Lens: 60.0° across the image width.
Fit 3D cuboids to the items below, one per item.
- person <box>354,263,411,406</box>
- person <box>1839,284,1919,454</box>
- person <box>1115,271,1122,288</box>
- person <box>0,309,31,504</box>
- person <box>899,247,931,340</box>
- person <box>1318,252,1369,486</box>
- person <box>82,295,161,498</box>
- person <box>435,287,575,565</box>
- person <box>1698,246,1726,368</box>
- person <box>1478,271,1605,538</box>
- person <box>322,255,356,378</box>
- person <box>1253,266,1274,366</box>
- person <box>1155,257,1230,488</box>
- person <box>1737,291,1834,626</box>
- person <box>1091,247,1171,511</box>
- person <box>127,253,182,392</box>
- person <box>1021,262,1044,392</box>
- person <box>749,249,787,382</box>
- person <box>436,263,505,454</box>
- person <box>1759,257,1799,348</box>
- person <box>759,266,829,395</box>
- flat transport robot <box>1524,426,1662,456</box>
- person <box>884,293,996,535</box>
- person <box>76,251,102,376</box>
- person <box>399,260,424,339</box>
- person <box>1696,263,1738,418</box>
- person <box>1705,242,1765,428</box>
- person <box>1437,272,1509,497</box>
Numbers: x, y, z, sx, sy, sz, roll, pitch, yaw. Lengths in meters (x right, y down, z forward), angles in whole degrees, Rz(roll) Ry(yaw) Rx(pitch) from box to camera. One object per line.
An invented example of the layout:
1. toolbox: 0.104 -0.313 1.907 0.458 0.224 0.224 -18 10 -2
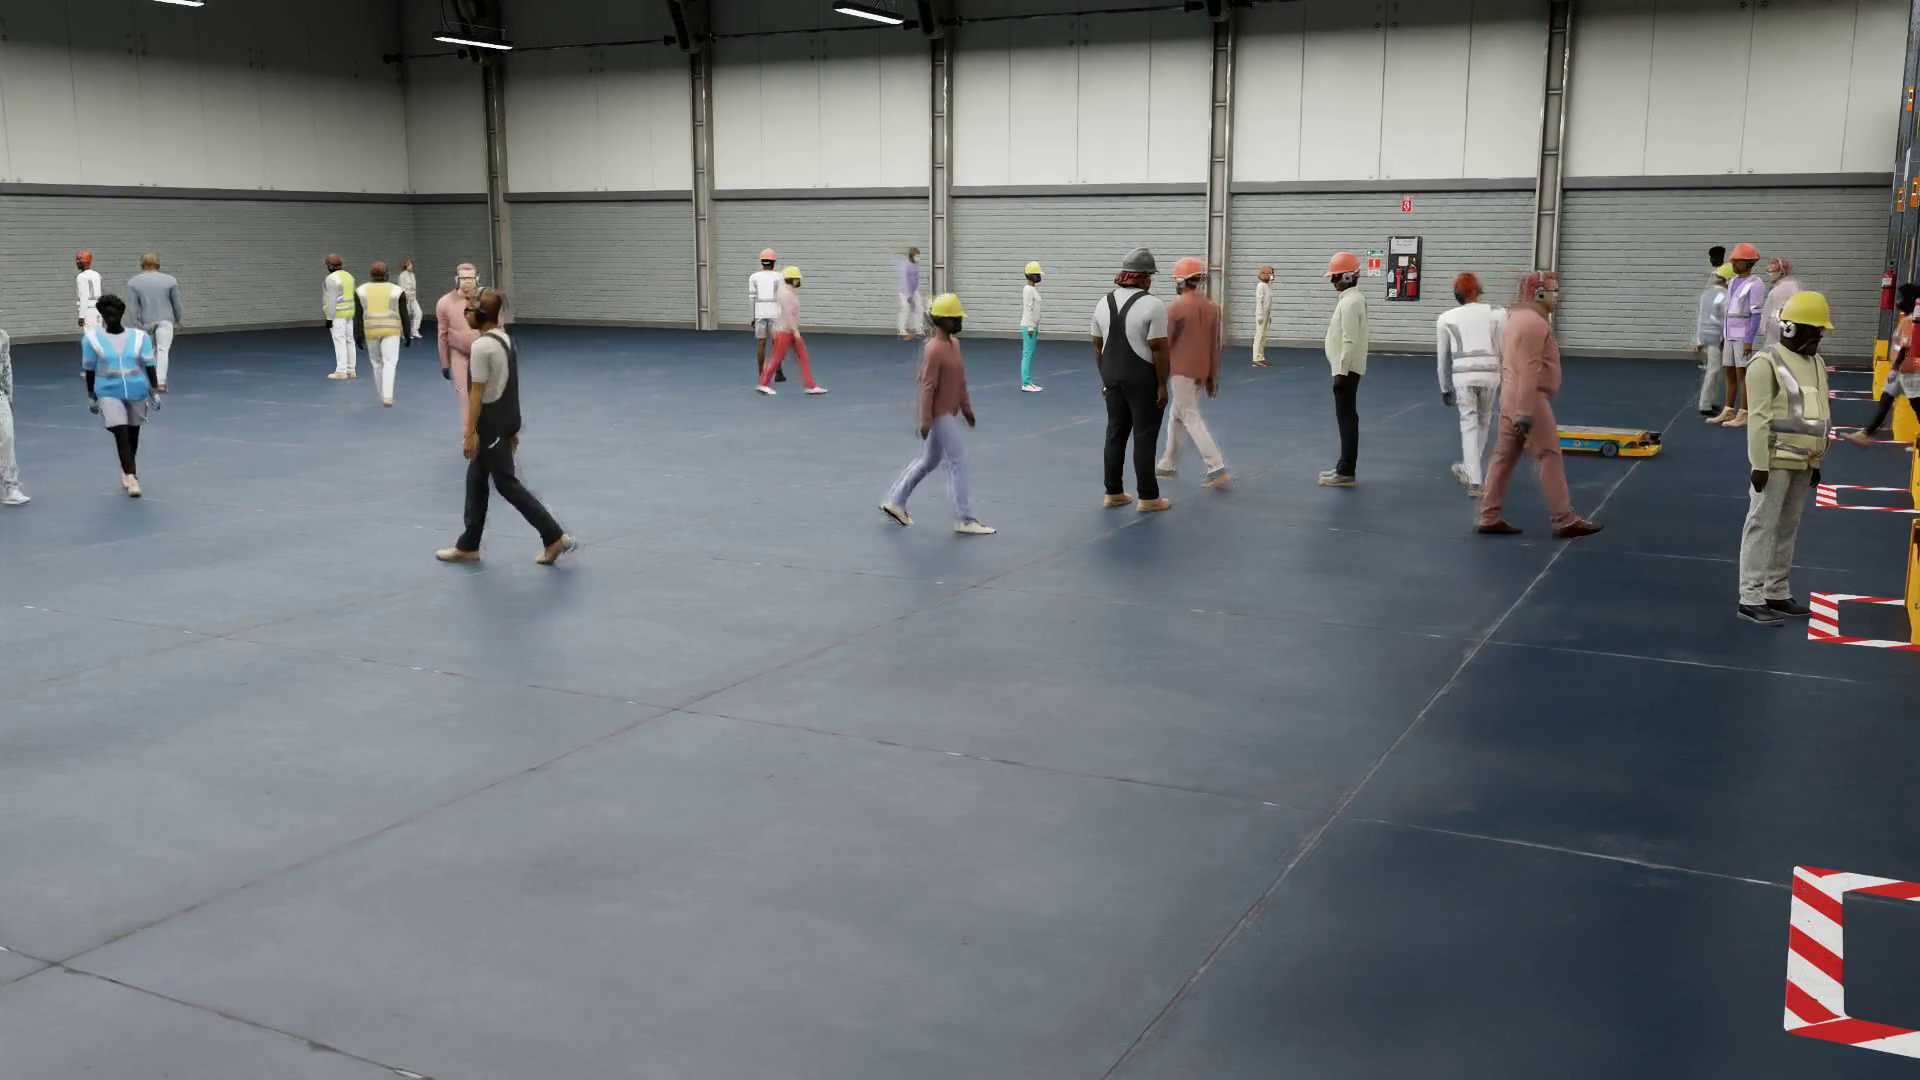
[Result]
1. person: -7.248 -2.583 20.915 0.643 1.793 0.970 -2 11 -10
2. person: 9.175 -1.674 16.295 0.856 1.645 0.555 5 11 24
3. person: 2.372 -3.191 24.744 0.840 1.586 0.530 -6 12 -28
4. person: -7.659 -1.103 13.070 0.807 1.697 0.532 8 13 39
5. person: -0.942 -4.999 33.831 0.817 1.881 0.686 6 12 30
6. person: 3.277 -1.452 14.188 0.384 1.991 0.609 3 11 15
7. person: -6.921 -1.198 13.746 0.540 1.647 0.852 -7 13 -35
8. person: -2.952 -0.722 10.715 0.922 1.811 0.527 1 10 3
9. person: 12.161 -3.739 26.742 0.381 1.959 0.600 10 14 42
10. person: 4.130 -0.943 11.713 0.914 1.870 0.678 1 10 5
11. person: -9.286 -3.330 24.850 0.430 1.839 0.619 2 11 11
12. person: 4.972 -3.655 27.176 0.267 1.632 0.507 6 12 29
13. person: 1.962 -1.426 14.179 0.624 1.953 1.005 -10 14 -42
14. person: 4.560 -0.448 9.165 0.588 1.826 0.403 -7 12 -33
15. person: 1.395 -1.257 12.988 0.539 2.000 0.689 -10 14 -43
16. person: -11.026 -2.975 22.812 0.627 1.890 1.045 -3 11 -16
17. person: 0.988 -2.911 22.757 0.309 1.769 0.523 2 10 8
18. person: -2.788 -3.274 24.274 0.552 1.932 0.377 1 10 6
19. person: -4.847 -1.816 16.543 0.652 1.873 0.971 -5 11 -25
20. person: 9.367 -2.274 18.955 0.499 1.883 0.669 7 12 32
21. person: -2.276 -2.784 22.210 0.921 1.722 0.527 2 11 10
22. flat transport robot: 6.104 -0.991 16.367 1.431 0.197 0.652 6 12 28
23. person: -0.175 -0.917 11.987 0.881 1.727 0.530 3 11 16
24. person: -13.218 -3.428 25.257 0.355 1.883 0.575 -1 10 -4
25. person: -11.272 -4.932 34.152 0.528 1.616 0.552 2 11 12
26. person: 8.910 -2.320 19.412 0.567 1.806 0.579 0 10 0
27. person: 8.637 -2.267 18.477 0.365 2.048 0.608 -1 10 -7
28. person: 4.273 -1.296 13.799 0.649 1.818 0.960 2 11 9
